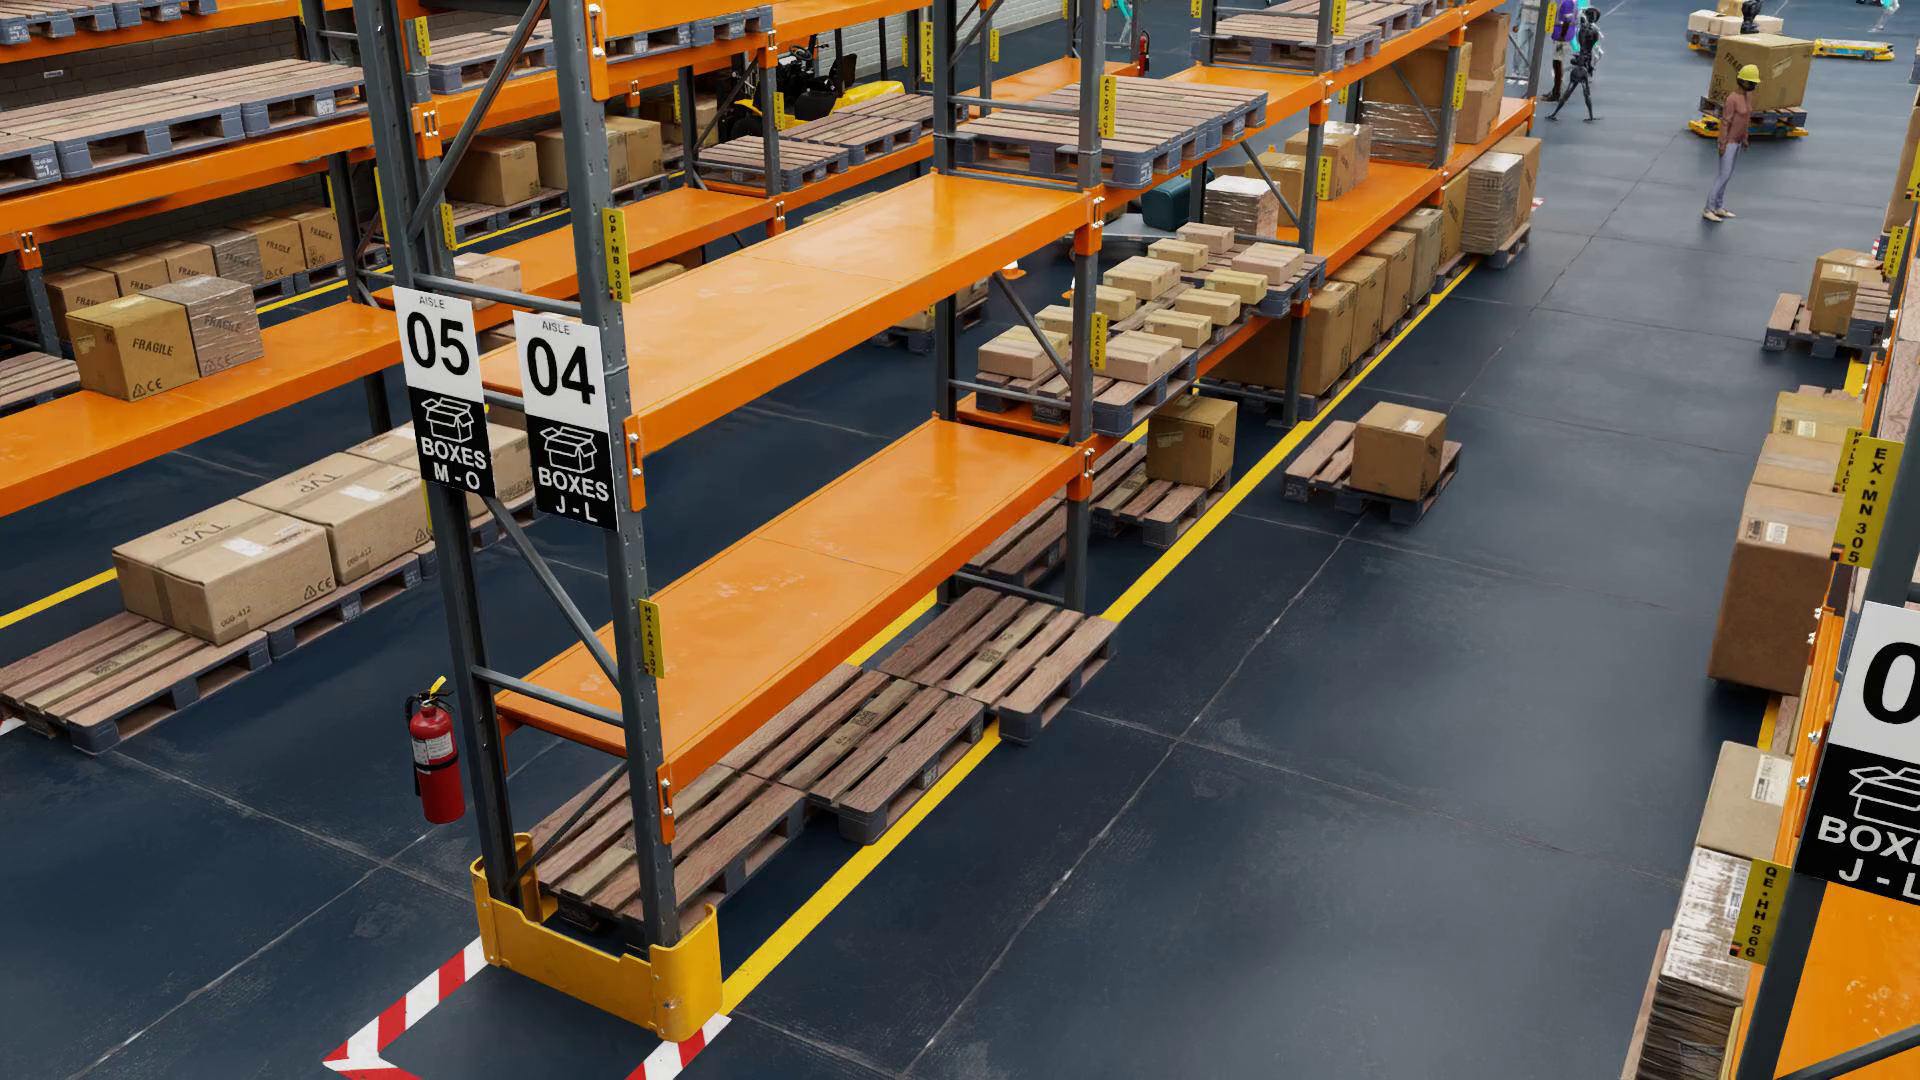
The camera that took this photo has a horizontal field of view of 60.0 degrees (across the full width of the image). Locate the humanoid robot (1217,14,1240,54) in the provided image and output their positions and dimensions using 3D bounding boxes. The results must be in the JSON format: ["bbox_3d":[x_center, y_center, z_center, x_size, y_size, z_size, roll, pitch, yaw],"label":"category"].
[{"bbox_3d":[3.647,-6.559,23.398,0.609,1.629,0.771,15,29,28],"label":"humanoid robot"}]

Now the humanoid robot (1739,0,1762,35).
[{"bbox_3d":[12.580,-8.043,26.460,0.666,1.639,0.590,7,27,15],"label":"humanoid robot"}]

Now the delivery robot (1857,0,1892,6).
[{"bbox_3d":[19.387,-11.583,35.069,0.783,0.584,0.499,-16,30,-29],"label":"delivery robot"}]

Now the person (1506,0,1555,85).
[{"bbox_3d":[9.125,-8.207,26.534,0.636,1.882,0.582,15,30,29],"label":"person"}]

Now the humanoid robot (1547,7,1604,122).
[{"bbox_3d":[9.001,-6.862,24.033,0.784,1.622,0.601,15,30,28],"label":"humanoid robot"}]

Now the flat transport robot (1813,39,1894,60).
[{"bbox_3d":[15.645,-8.638,29.290,1.431,0.231,0.659,11,28,21],"label":"flat transport robot"}]

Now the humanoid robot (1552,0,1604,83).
[{"bbox_3d":[10.003,-8.138,26.589,0.530,1.767,0.870,-12,28,-24],"label":"humanoid robot"}]

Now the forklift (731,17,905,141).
[{"bbox_3d":[-1.819,-5.975,21.543,2.313,2.155,1.214,14,29,26],"label":"forklift"}]

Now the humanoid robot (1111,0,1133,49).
[{"bbox_3d":[3.028,-9.660,29.754,0.672,1.811,0.530,-20,32,-35],"label":"humanoid robot"}]

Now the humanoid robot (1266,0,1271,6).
[{"bbox_3d":[6.780,-11.974,34.552,0.968,1.765,0.555,-6,26,-13],"label":"humanoid robot"}]

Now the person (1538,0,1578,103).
[{"bbox_3d":[9.161,-7.662,25.330,0.373,1.954,0.624,10,28,21],"label":"person"}]

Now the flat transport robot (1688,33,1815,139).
[{"bbox_3d":[11.152,-5.869,23.537,1.431,0.231,0.659,0,26,0],"label":"flat transport robot"}]

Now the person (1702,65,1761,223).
[{"bbox_3d":[8.889,-4.565,19.116,0.539,1.757,0.329,-23,34,-39],"label":"person"}]

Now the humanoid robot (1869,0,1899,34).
[{"bbox_3d":[17.468,-10.446,31.326,0.534,1.758,0.755,-17,31,-32],"label":"humanoid robot"}]

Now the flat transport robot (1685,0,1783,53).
[{"bbox_3d":[13.589,-8.682,29.383,0.659,0.231,1.431,-8,27,-16],"label":"flat transport robot"}]
